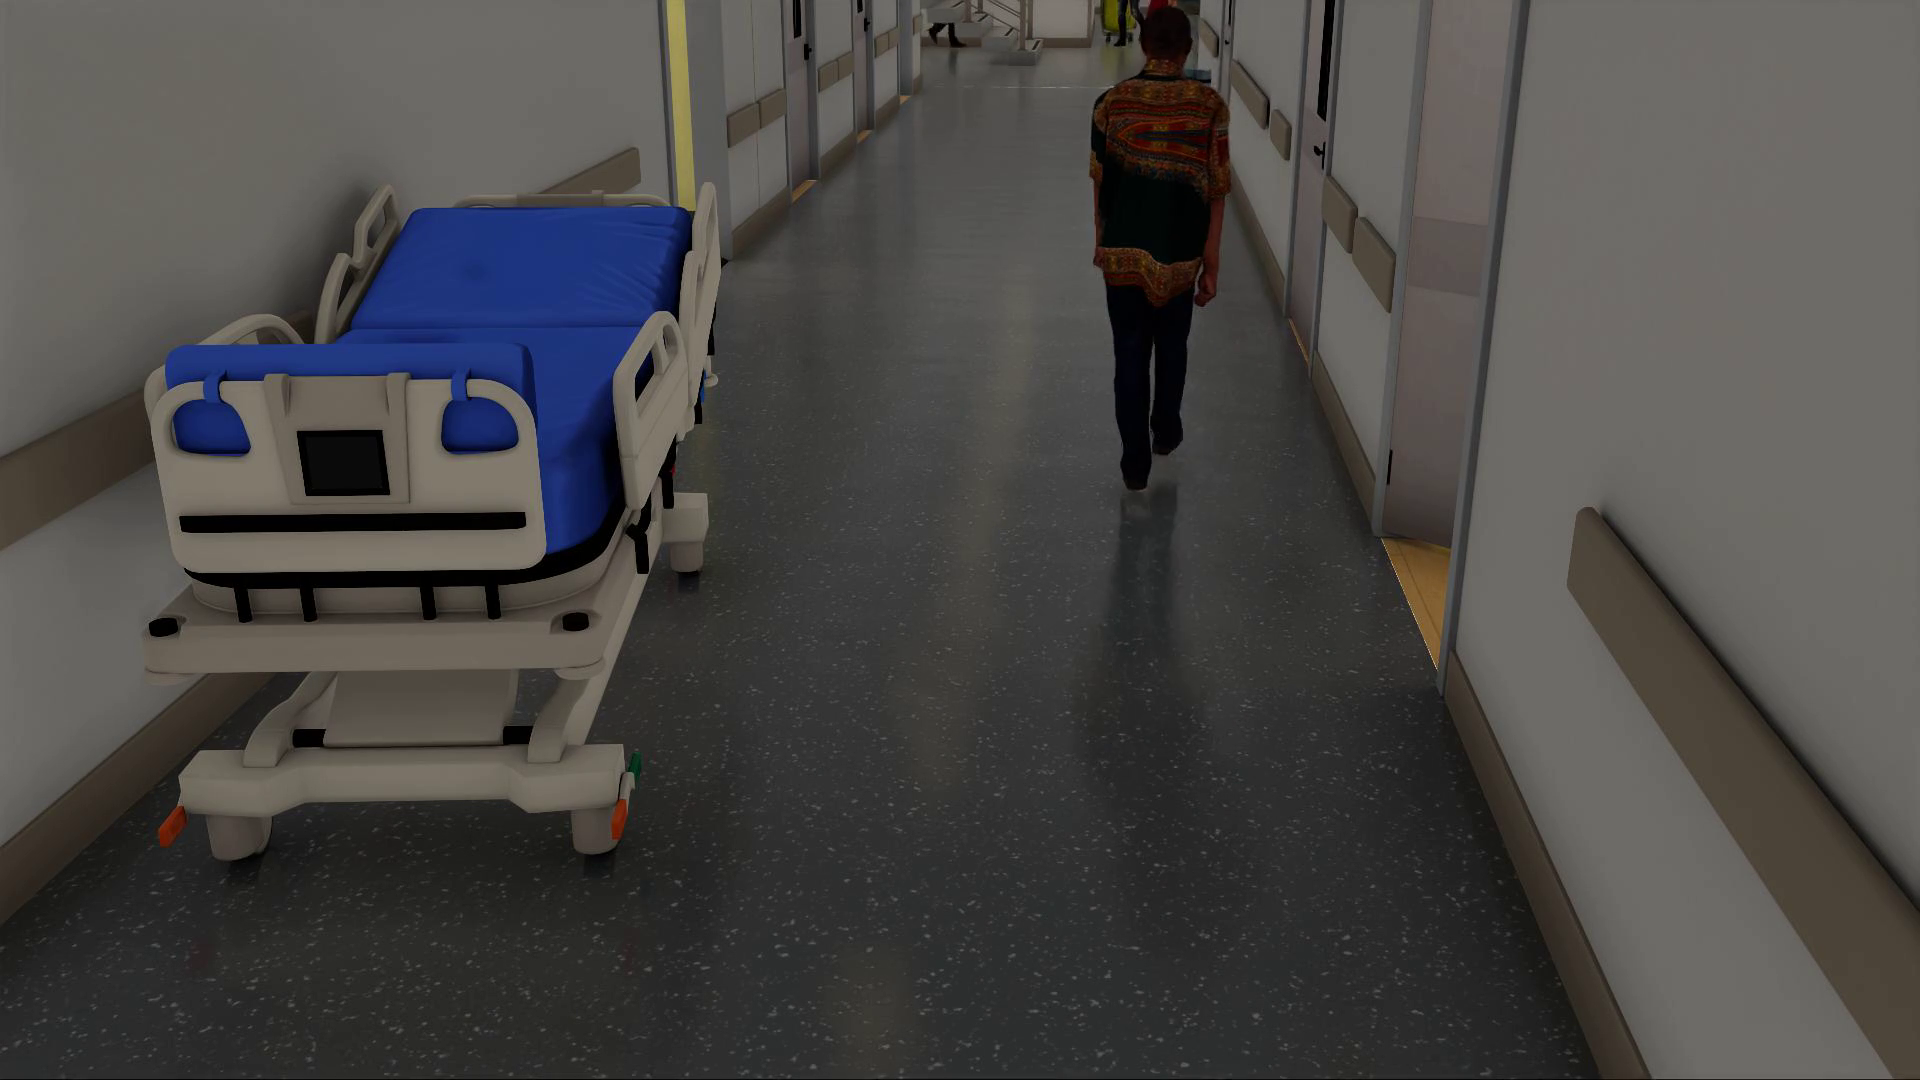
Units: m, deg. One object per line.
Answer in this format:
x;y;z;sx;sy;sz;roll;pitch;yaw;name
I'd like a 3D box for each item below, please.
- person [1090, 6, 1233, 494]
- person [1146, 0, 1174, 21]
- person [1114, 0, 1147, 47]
0.719;-1.047;6.253;0.856;1.781;0.743;2;21;4;person
3.051;-8.205;25.546;0.931;1.534;0.889;-18;27;-40;person
2.850;-9.161;27.589;1.115;1.882;1.089;15;25;34;person
